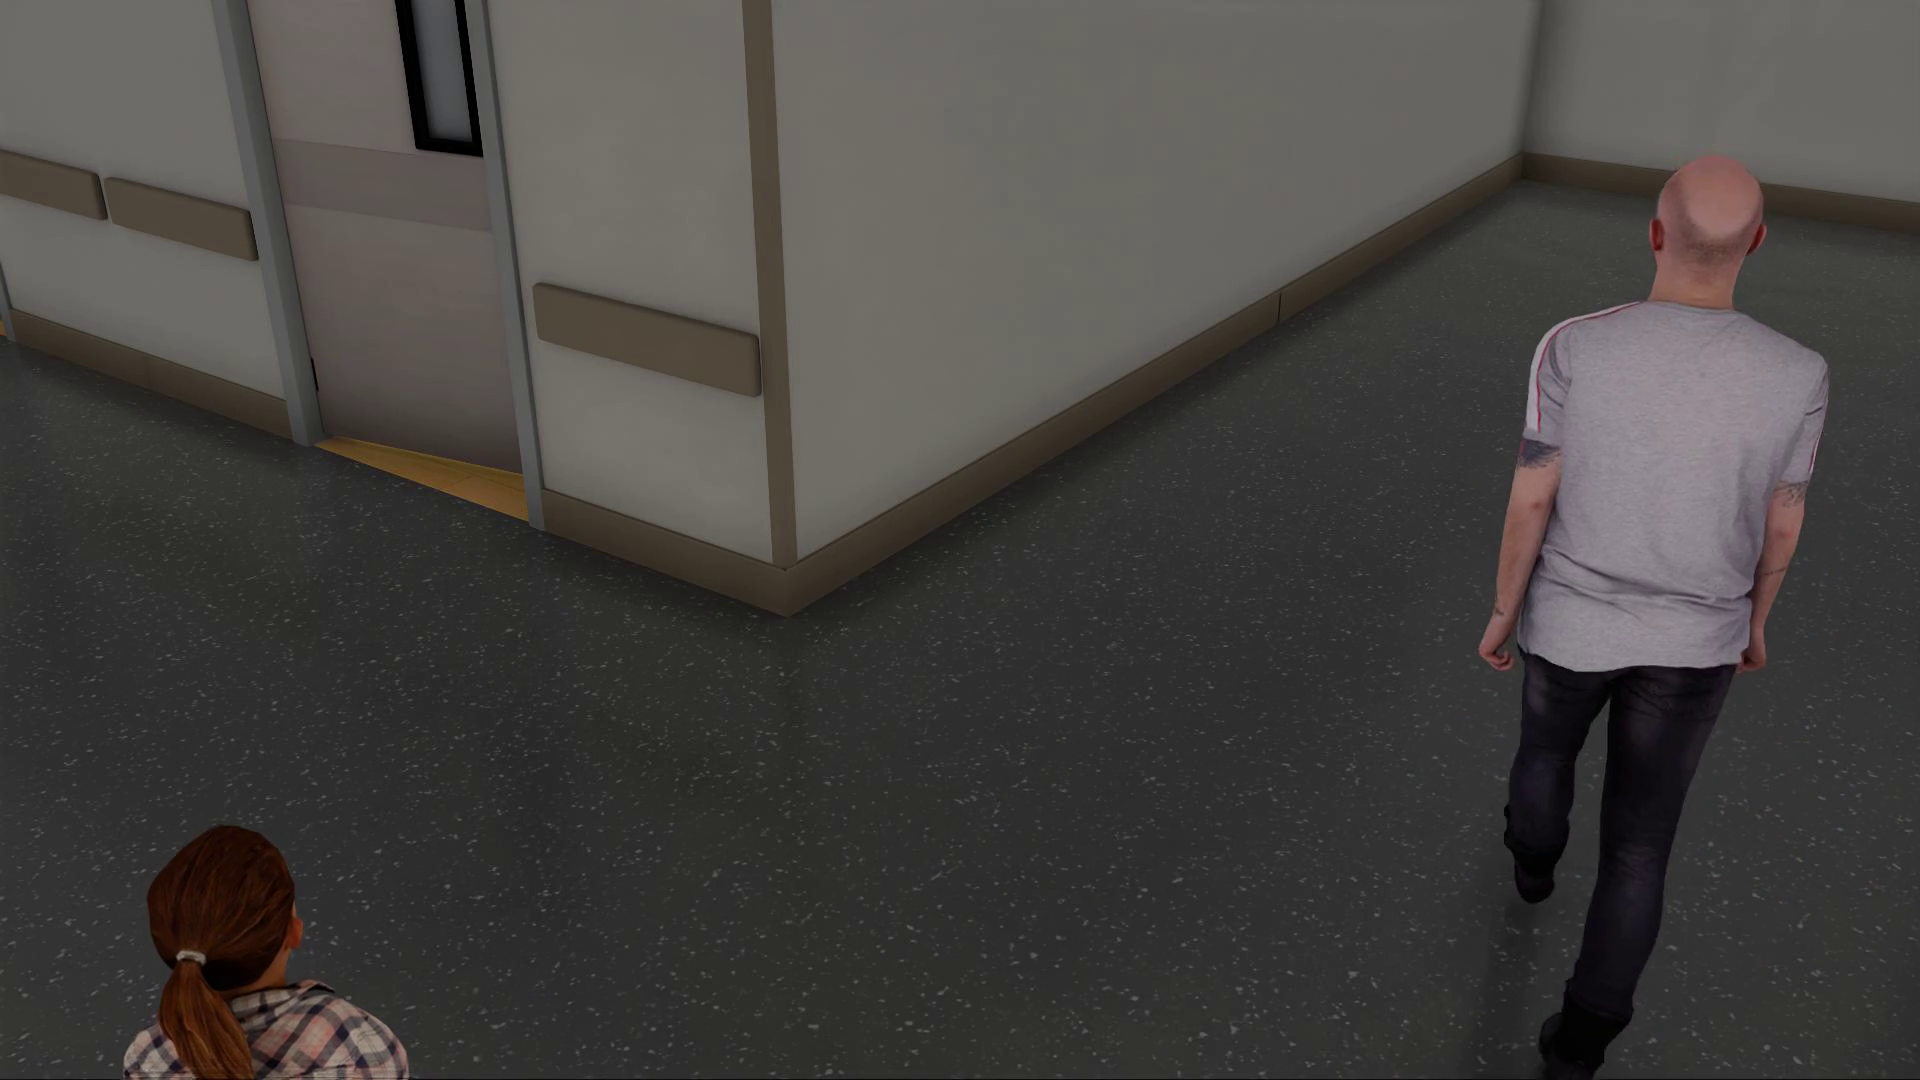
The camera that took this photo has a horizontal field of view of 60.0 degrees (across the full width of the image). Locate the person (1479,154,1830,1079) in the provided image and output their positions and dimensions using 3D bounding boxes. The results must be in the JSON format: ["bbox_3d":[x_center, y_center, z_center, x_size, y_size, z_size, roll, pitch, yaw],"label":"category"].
[{"bbox_3d":[1.245,0.241,3.114,0.905,1.783,1.288,9,27,18],"label":"person"}]

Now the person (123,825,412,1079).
[{"bbox_3d":[-0.863,0.956,2.185,0.602,1.302,0.625,1,26,3],"label":"person"}]
